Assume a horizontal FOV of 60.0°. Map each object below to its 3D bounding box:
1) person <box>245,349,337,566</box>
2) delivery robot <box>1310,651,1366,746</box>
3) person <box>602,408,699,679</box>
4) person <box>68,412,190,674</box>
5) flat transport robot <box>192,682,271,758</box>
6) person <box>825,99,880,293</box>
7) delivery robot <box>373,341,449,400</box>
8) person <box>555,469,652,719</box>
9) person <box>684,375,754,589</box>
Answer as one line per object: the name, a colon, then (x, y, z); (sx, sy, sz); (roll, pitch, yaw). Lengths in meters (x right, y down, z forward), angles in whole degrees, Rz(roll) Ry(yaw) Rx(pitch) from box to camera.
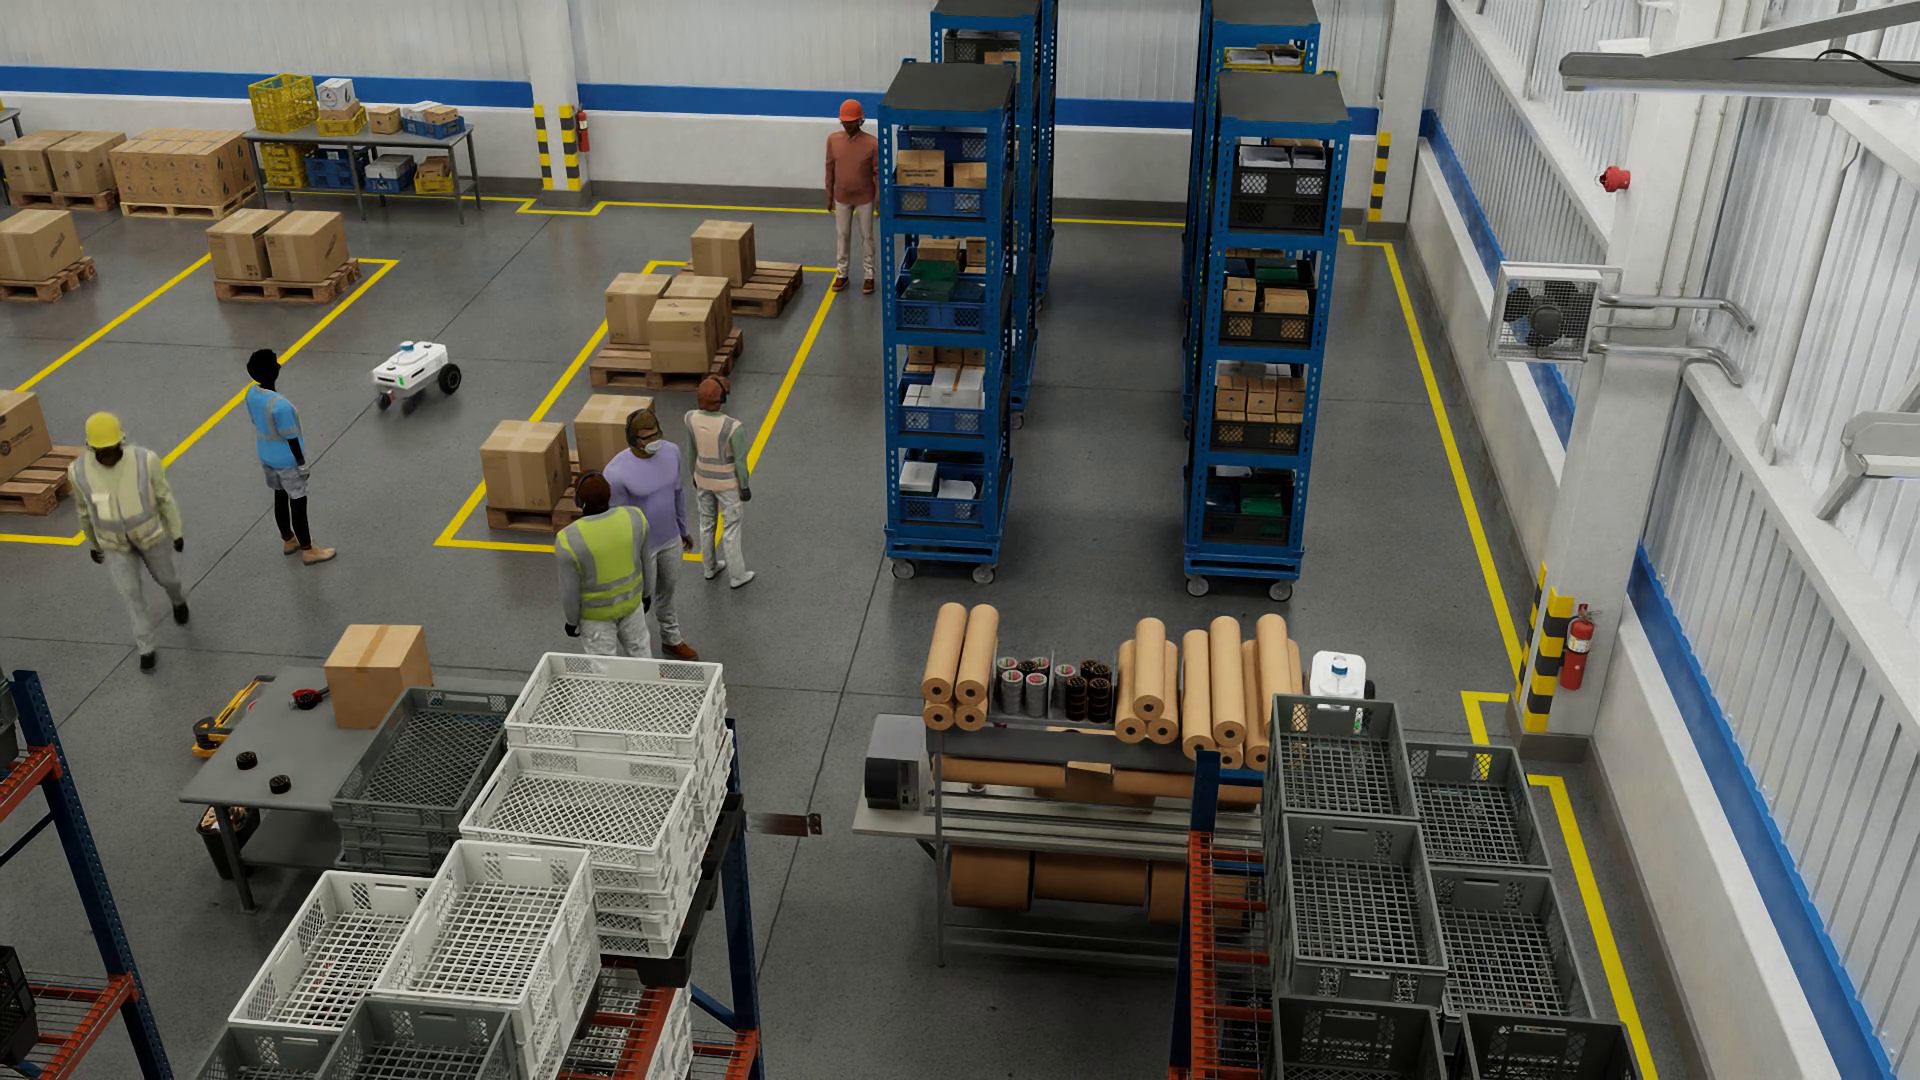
person: (-4.991, -0.616, 12.293); (0.538, 1.700, 0.317); (23, 37, 34)
delivery robot: (2.392, 0.987, 10.573); (0.477, 0.478, 0.707); (7, 30, 12)
person: (-2.025, 0.015, 10.974); (0.371, 1.941, 0.627); (22, 37, 33)
person: (-5.588, -0.059, 11.233); (0.609, 1.809, 0.781); (-11, 32, -18)
flat transport robot: (-4.089, 1.163, 10.648); (1.431, 0.197, 0.652); (3, 30, 6)
person: (-1.080, -3.502, 16.961); (0.609, 1.995, 0.378); (6, 31, 10)
delivery robot: (-4.925, -1.546, 14.931); (0.477, 0.478, 0.707); (11, 32, 18)
person: (-2.211, 0.396, 10.415); (0.624, 1.844, 0.430); (-22, 37, -33)
person: (-1.741, -0.414, 12.015); (0.514, 1.634, 0.313); (16, 34, 26)
